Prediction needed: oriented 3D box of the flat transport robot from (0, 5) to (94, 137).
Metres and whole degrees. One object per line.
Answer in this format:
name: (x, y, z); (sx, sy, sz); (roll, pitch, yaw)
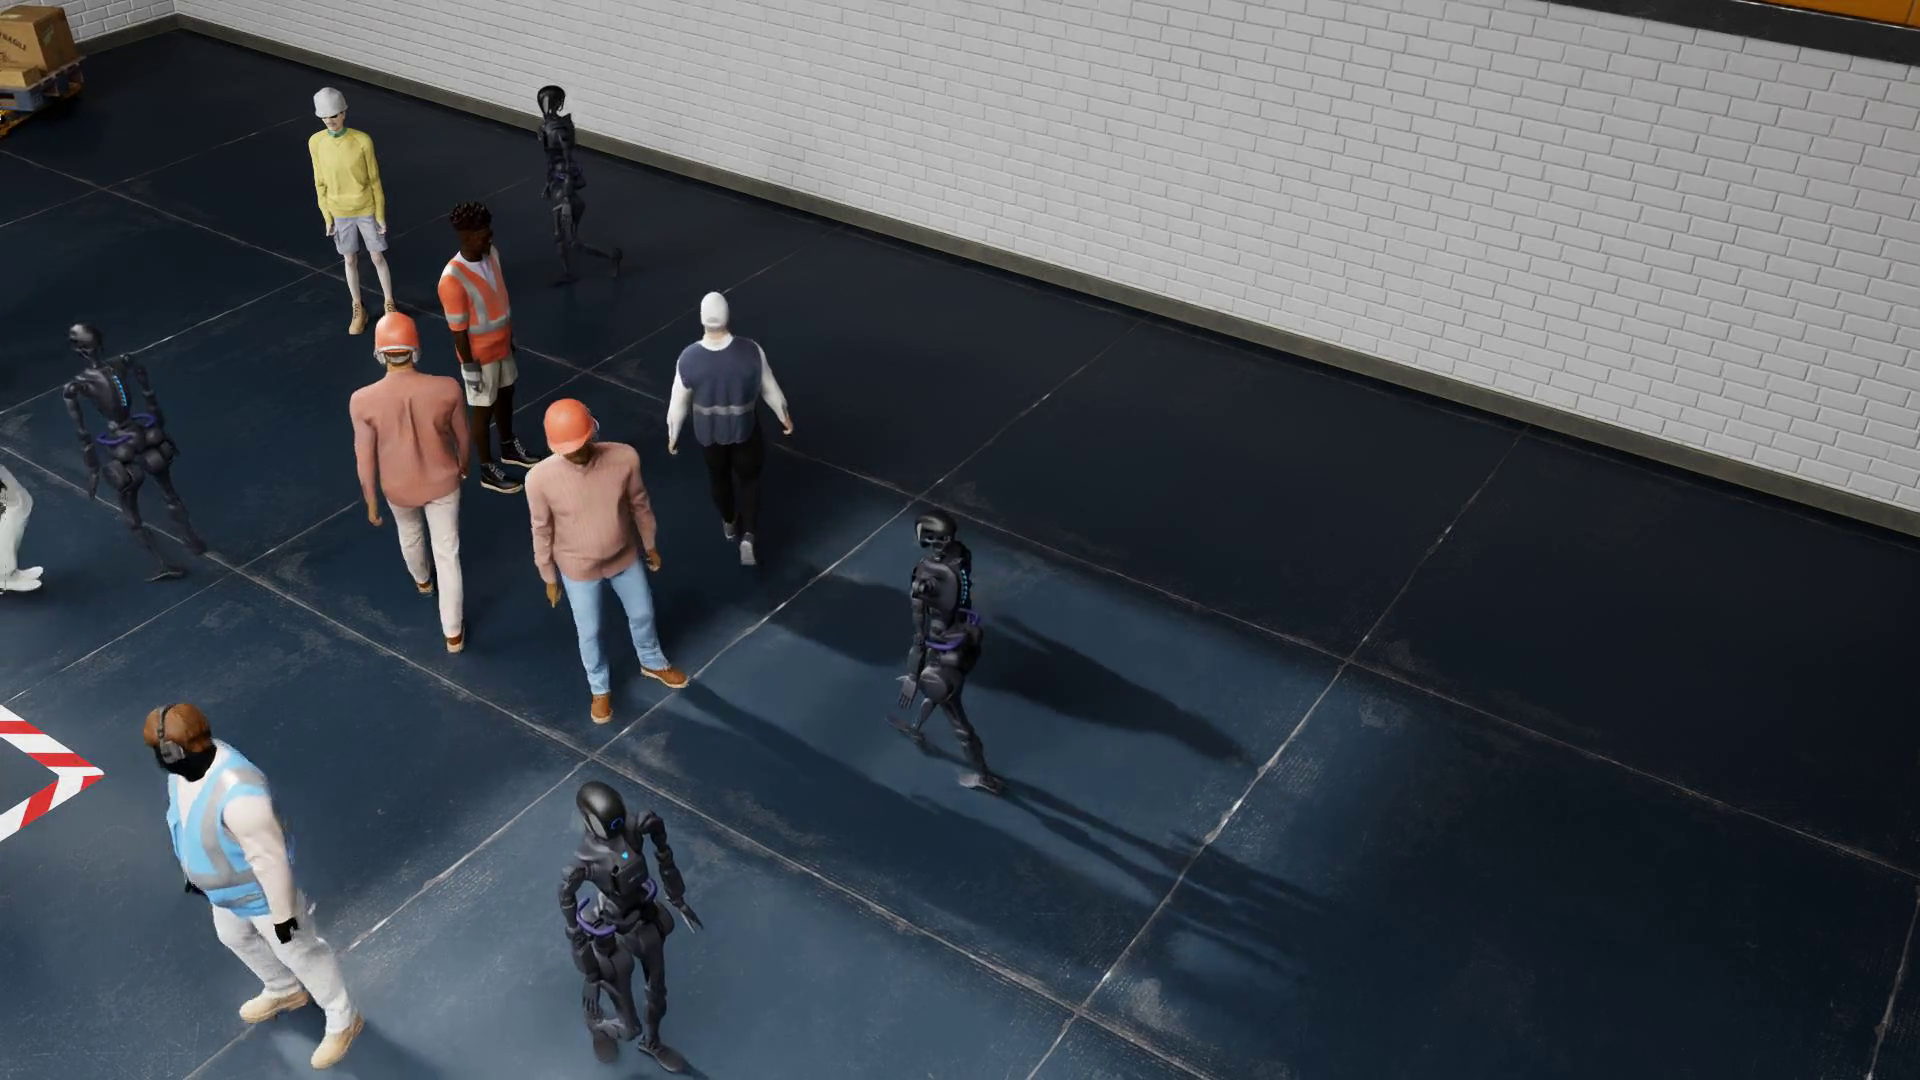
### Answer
flat transport robot: (-9.401, -4.297, 16.404); (0.659, 0.231, 1.431); (6, 35, 8)

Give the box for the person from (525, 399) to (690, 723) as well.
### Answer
person: (-1.837, 0.091, 8.667); (0.737, 1.968, 0.422); (-17, 39, -23)

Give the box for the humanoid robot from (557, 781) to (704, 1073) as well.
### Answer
humanoid robot: (-1.376, 1.568, 6.798); (0.427, 1.649, 0.601); (25, 42, 32)

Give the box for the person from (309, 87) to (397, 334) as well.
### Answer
person: (-4.500, -2.442, 12.342); (0.470, 1.892, 0.385); (-6, 35, -9)

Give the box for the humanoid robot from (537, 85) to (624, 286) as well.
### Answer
humanoid robot: (-3.038, -2.787, 13.031); (0.618, 1.630, 0.583); (-18, 39, -24)

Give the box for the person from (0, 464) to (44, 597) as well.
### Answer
person: (-5.711, -0.509, 9.562); (0.589, 1.909, 0.426); (17, 38, 23)

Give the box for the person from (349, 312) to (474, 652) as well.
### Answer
person: (-3.029, -0.383, 9.348); (0.622, 1.939, 0.988); (-10, 36, -14)

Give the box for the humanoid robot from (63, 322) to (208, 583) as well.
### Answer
humanoid robot: (-4.869, -0.523, 9.782); (0.366, 1.640, 0.596); (16, 38, 21)

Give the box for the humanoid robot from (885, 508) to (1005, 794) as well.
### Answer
humanoid robot: (-0.117, 0.547, 8.285); (0.770, 1.626, 0.601); (17, 38, 23)

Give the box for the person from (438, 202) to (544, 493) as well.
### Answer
person: (-2.996, -1.229, 10.551); (0.373, 1.958, 0.606); (8, 36, 11)

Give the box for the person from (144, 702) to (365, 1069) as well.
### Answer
person: (-2.939, 1.423, 6.892); (0.678, 1.808, 0.435); (25, 42, 31)

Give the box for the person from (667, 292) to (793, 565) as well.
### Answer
person: (-1.374, -0.658, 9.922); (0.750, 1.738, 0.715); (-3, 35, -4)
